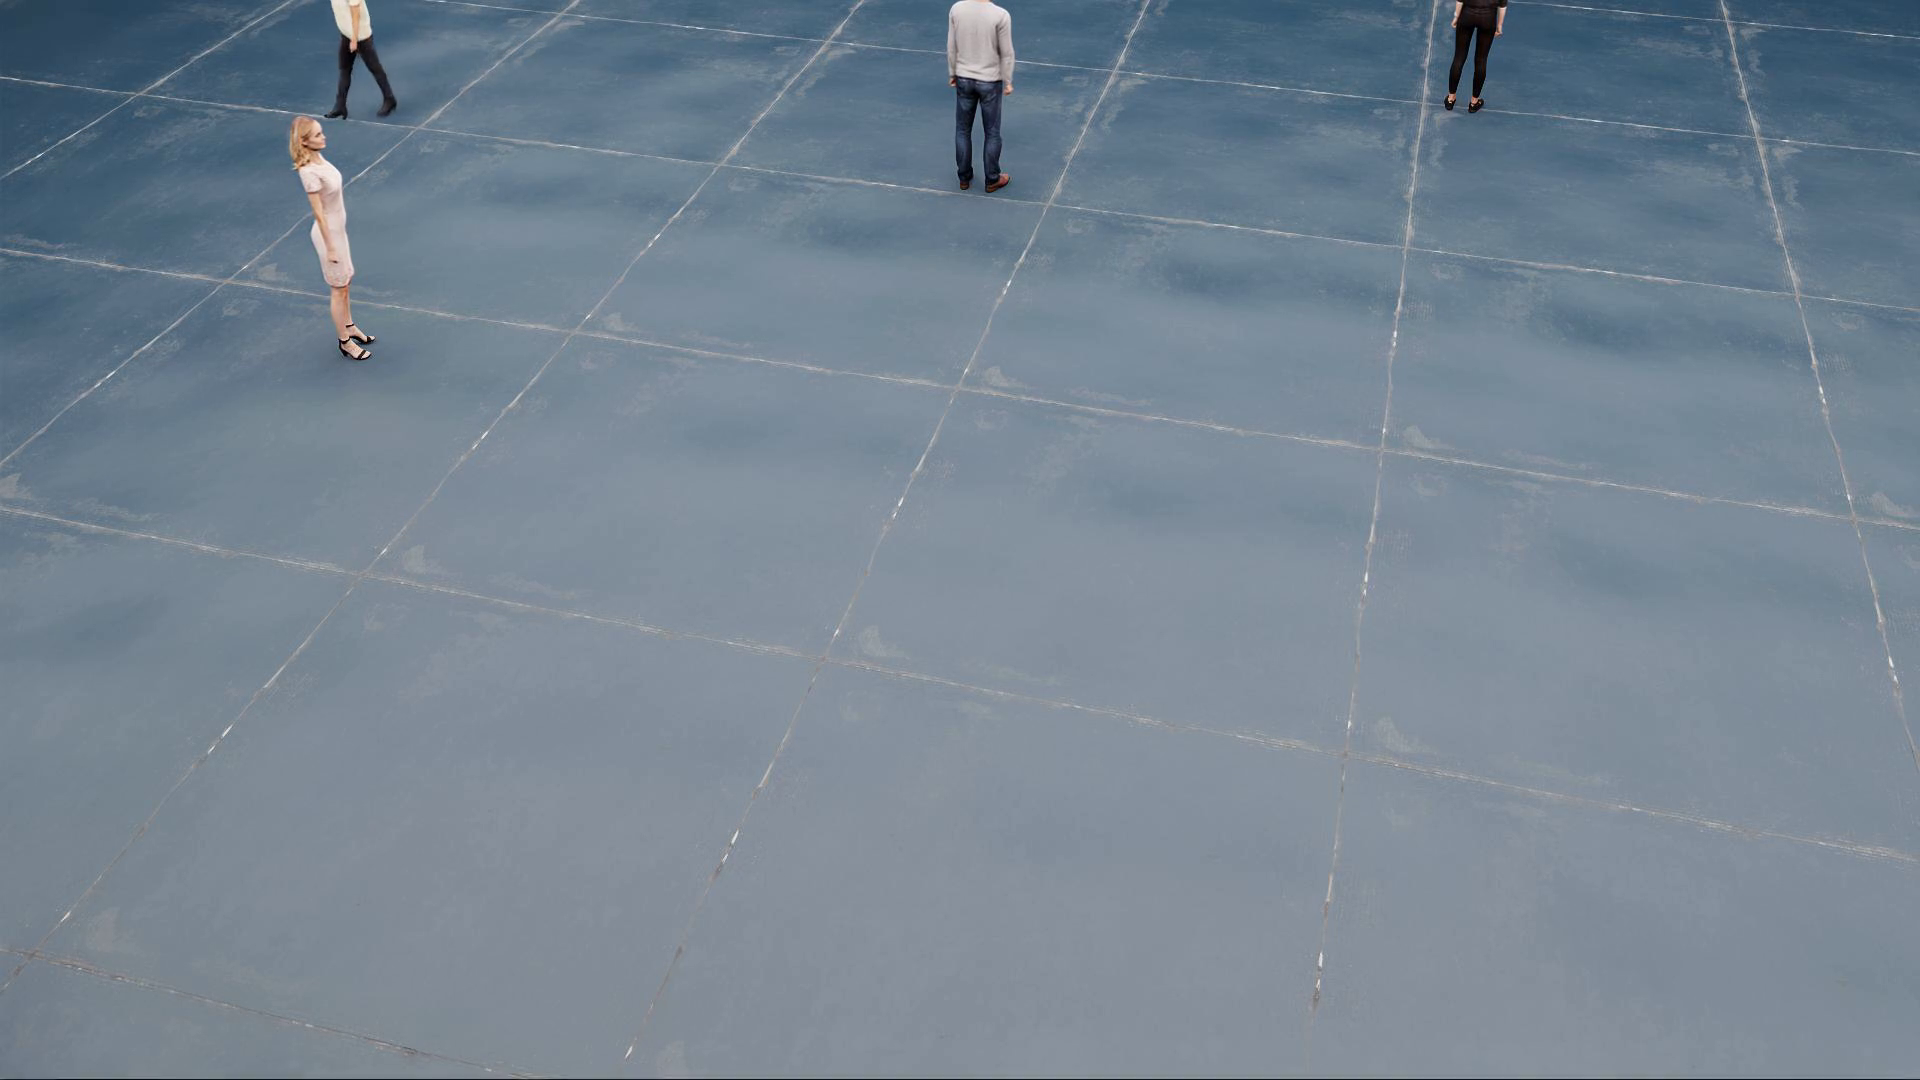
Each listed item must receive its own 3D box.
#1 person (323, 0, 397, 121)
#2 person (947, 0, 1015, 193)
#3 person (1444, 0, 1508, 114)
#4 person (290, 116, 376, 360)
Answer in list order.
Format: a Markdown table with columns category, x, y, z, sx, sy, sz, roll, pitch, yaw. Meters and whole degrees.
| category | x | y | z | sx | sy | sz | roll | pitch | yaw |
| --- | --- | --- | --- | --- | --- | --- | --- | --- | --- |
| person | -5.448 | -4.619 | 15.194 | 0.876 | 1.562 | 1.029 | 30 | 47 | 33 |
| person | 0.165 | -3.857 | 13.938 | 0.759 | 1.909 | 0.662 | 14 | 40 | 17 |
| person | 4.761 | -4.802 | 15.306 | 0.629 | 1.711 | 0.567 | 14 | 40 | 17 |
| person | -4.476 | -2.150 | 11.820 | 0.705 | 1.829 | 0.569 | -5 | 38 | -6 |
